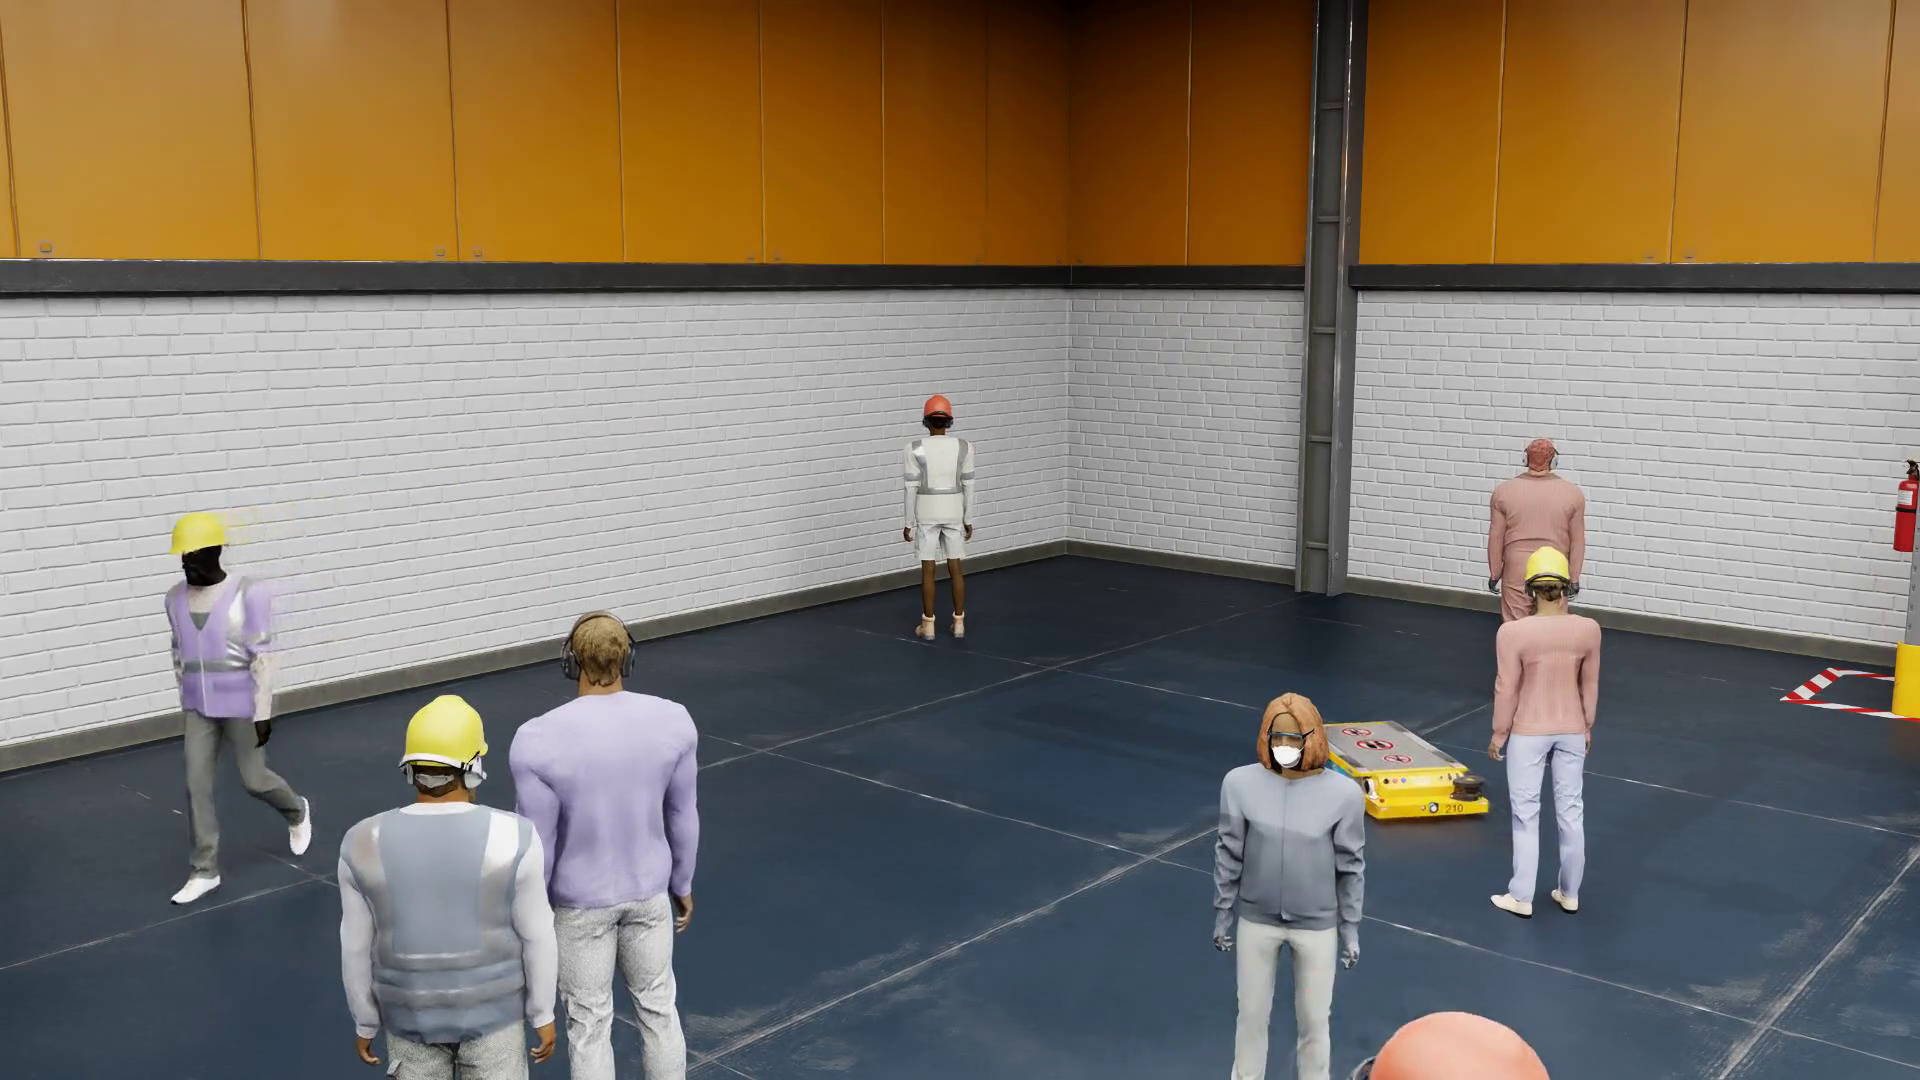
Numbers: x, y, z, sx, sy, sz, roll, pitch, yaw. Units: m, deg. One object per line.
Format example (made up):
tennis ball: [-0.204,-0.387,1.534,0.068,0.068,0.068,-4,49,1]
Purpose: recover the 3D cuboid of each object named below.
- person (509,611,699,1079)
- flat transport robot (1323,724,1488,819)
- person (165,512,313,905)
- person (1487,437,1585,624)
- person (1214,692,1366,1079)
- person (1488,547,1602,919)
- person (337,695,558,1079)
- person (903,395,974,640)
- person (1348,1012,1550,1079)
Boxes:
person: [-1.171,1.193,5.546,0.629,1.939,0.371,-5,10,-30]
flat transport robot: [2.507,1.332,9.894,0.652,0.197,1.431,-2,9,-9]
person: [-3.619,0.780,8.273,0.595,1.900,0.806,2,9,11]
person: [4.039,0.230,11.691,0.642,1.909,0.399,4,10,21]
person: [1.119,1.320,5.699,0.508,1.632,0.271,3,9,17]
person: [2.752,0.910,7.870,0.526,1.765,0.329,-1,9,-8]
person: [-1.472,1.356,4.856,0.600,1.830,0.403,-1,9,-5]
person: [-0.188,-0.189,13.894,0.609,2.043,0.397,-2,9,-14]
person: [0.736,1.656,2.413,0.914,2.004,0.632,8,12,41]
